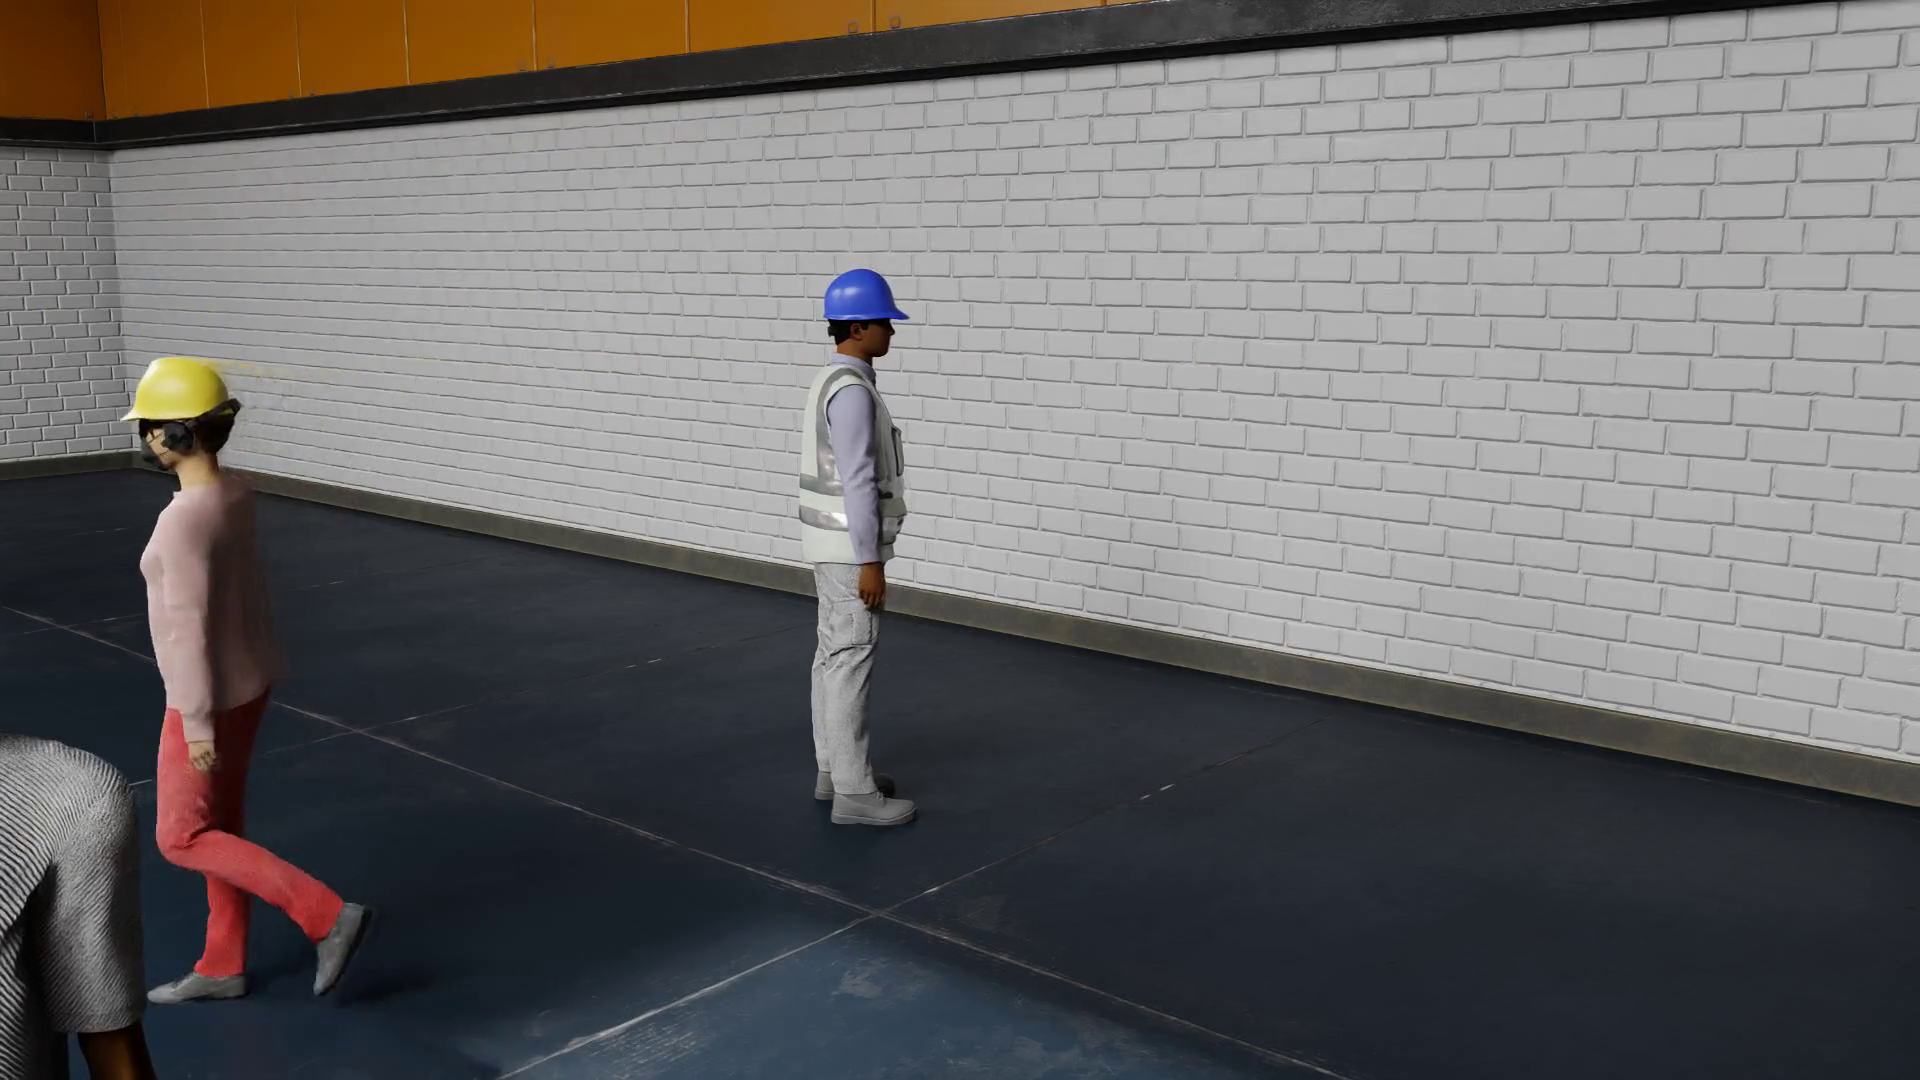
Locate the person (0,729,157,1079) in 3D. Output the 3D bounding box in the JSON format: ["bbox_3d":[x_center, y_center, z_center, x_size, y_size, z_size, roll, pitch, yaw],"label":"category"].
[{"bbox_3d":[-1.043,0.814,1.653,0.519,1.865,0.327,0,10,-2],"label":"person"}]

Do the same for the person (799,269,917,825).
[{"bbox_3d":[-0.372,0.024,5.904,0.393,1.949,0.602,-2,10,-13],"label":"person"}]

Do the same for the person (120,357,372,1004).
[{"bbox_3d":[-1.887,0.399,4.343,0.554,1.752,0.530,-1,10,-4],"label":"person"}]
